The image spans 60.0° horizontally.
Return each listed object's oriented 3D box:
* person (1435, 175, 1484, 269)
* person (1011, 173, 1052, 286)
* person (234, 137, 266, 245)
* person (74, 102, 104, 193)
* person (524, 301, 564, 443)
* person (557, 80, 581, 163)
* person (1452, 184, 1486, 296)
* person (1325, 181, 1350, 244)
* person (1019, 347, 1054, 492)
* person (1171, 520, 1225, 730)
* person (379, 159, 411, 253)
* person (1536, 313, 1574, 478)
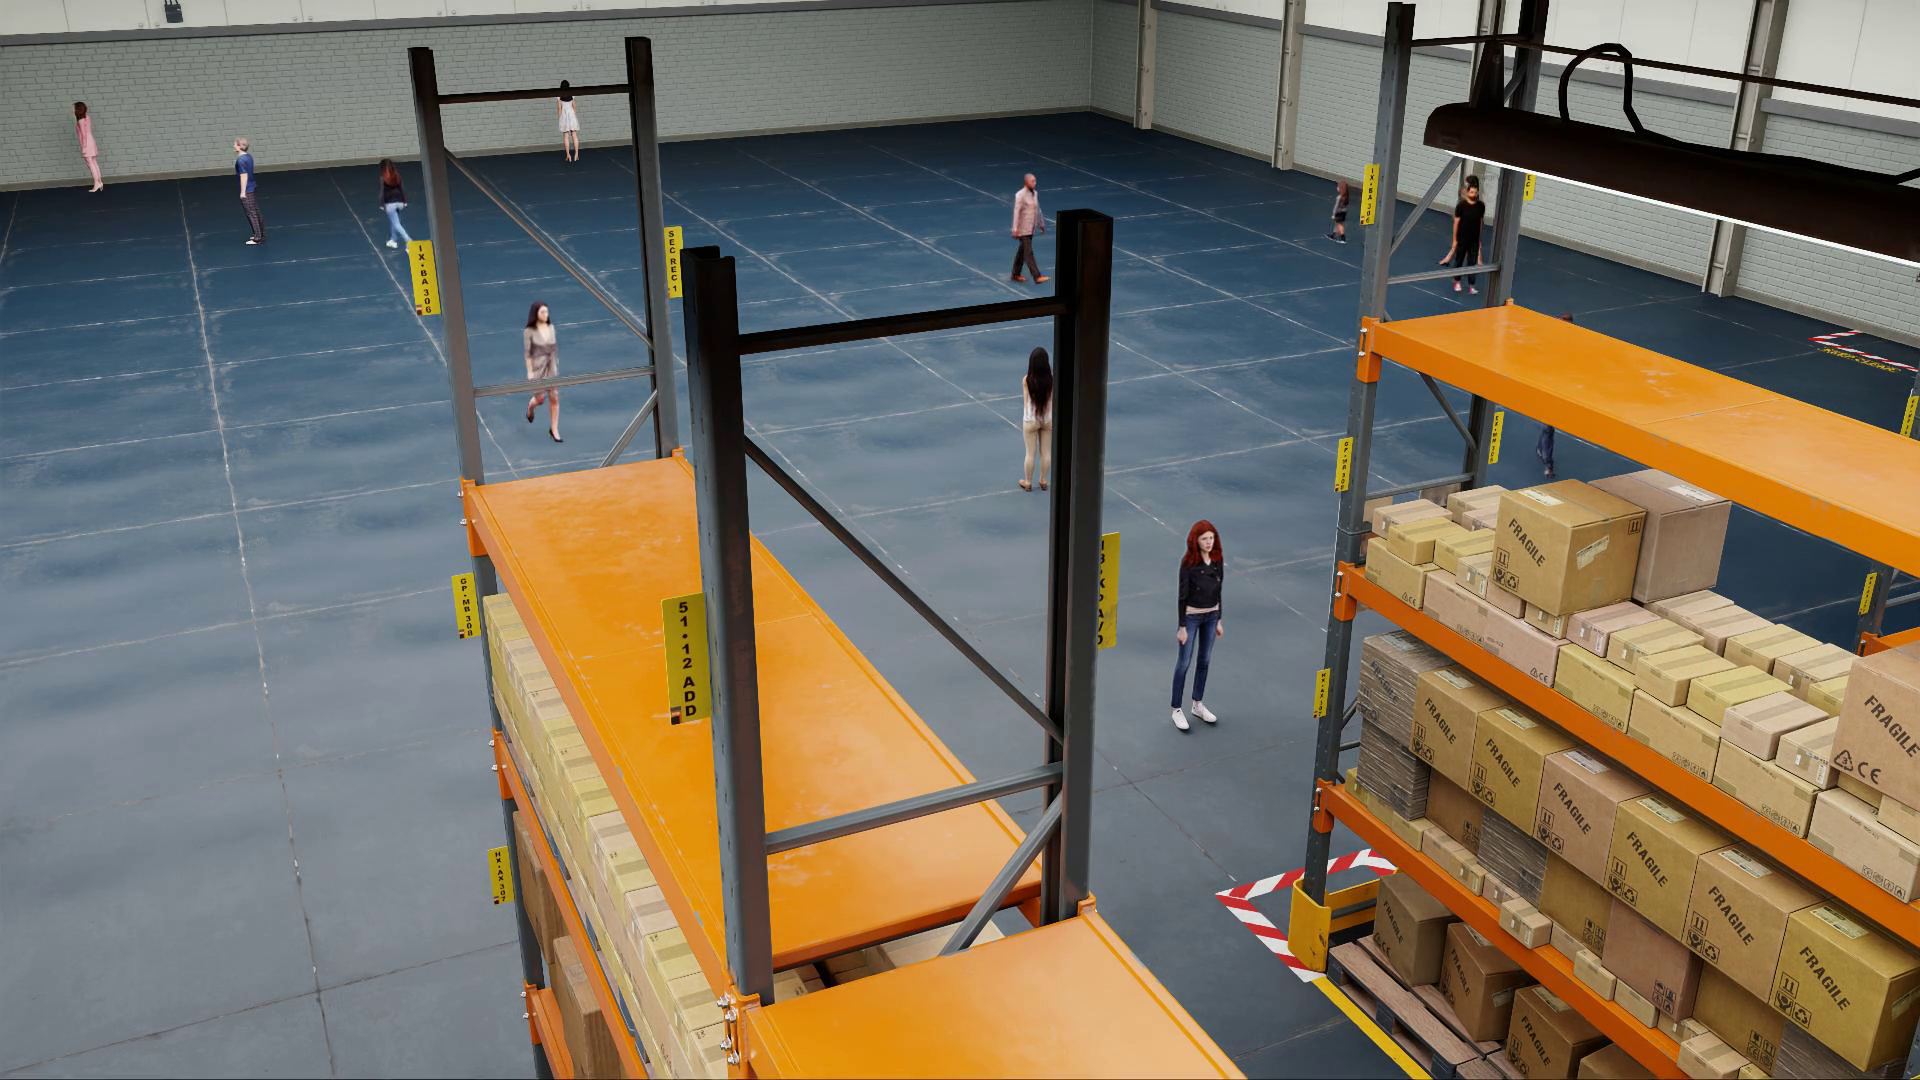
[{"bbox_3d":[8.544,-5.196,27.572,1.055,1.608,1.033,7,24,15],"label":"person"},{"bbox_3d":[1.000,-5.048,27.014,1.229,1.772,1.052,16,28,33],"label":"person"},{"bbox_3d":[-12.712,-6.249,29.709,0.786,1.872,0.615,-2,23,-4],"label":"person"},{"bbox_3d":[-17.850,-8.063,34.066,0.726,1.802,0.561,-3,23,-7],"label":"person"},{"bbox_3d":[-5.042,-2.028,19.963,0.775,1.731,0.966,-21,31,-40],"label":"person"},{"bbox_3d":[-8.763,-9.386,37.213,0.627,1.775,0.608,-10,25,-23],"label":"person"},{"bbox_3d":[8.043,-4.792,26.470,0.917,1.727,1.129,0,23,0],"label":"person"},{"bbox_3d":[6.871,-5.871,29.817,0.759,1.091,0.660,16,28,33],"label":"person"},{"bbox_3d":[0.872,-1.326,18.412,0.624,1.653,0.568,-10,25,-23],"label":"person"},{"bbox_3d":[1.945,0.676,13.535,0.572,1.787,0.511,-11,25,-24],"label":"person"},{"bbox_3d":[-9.838,-5.808,29.028,1.200,1.594,1.017,14,27,30],"label":"person"},{"bbox_3d":[6.809,-1.703,19.083,1.022,1.822,1.278,2,23,4],"label":"person"}]
